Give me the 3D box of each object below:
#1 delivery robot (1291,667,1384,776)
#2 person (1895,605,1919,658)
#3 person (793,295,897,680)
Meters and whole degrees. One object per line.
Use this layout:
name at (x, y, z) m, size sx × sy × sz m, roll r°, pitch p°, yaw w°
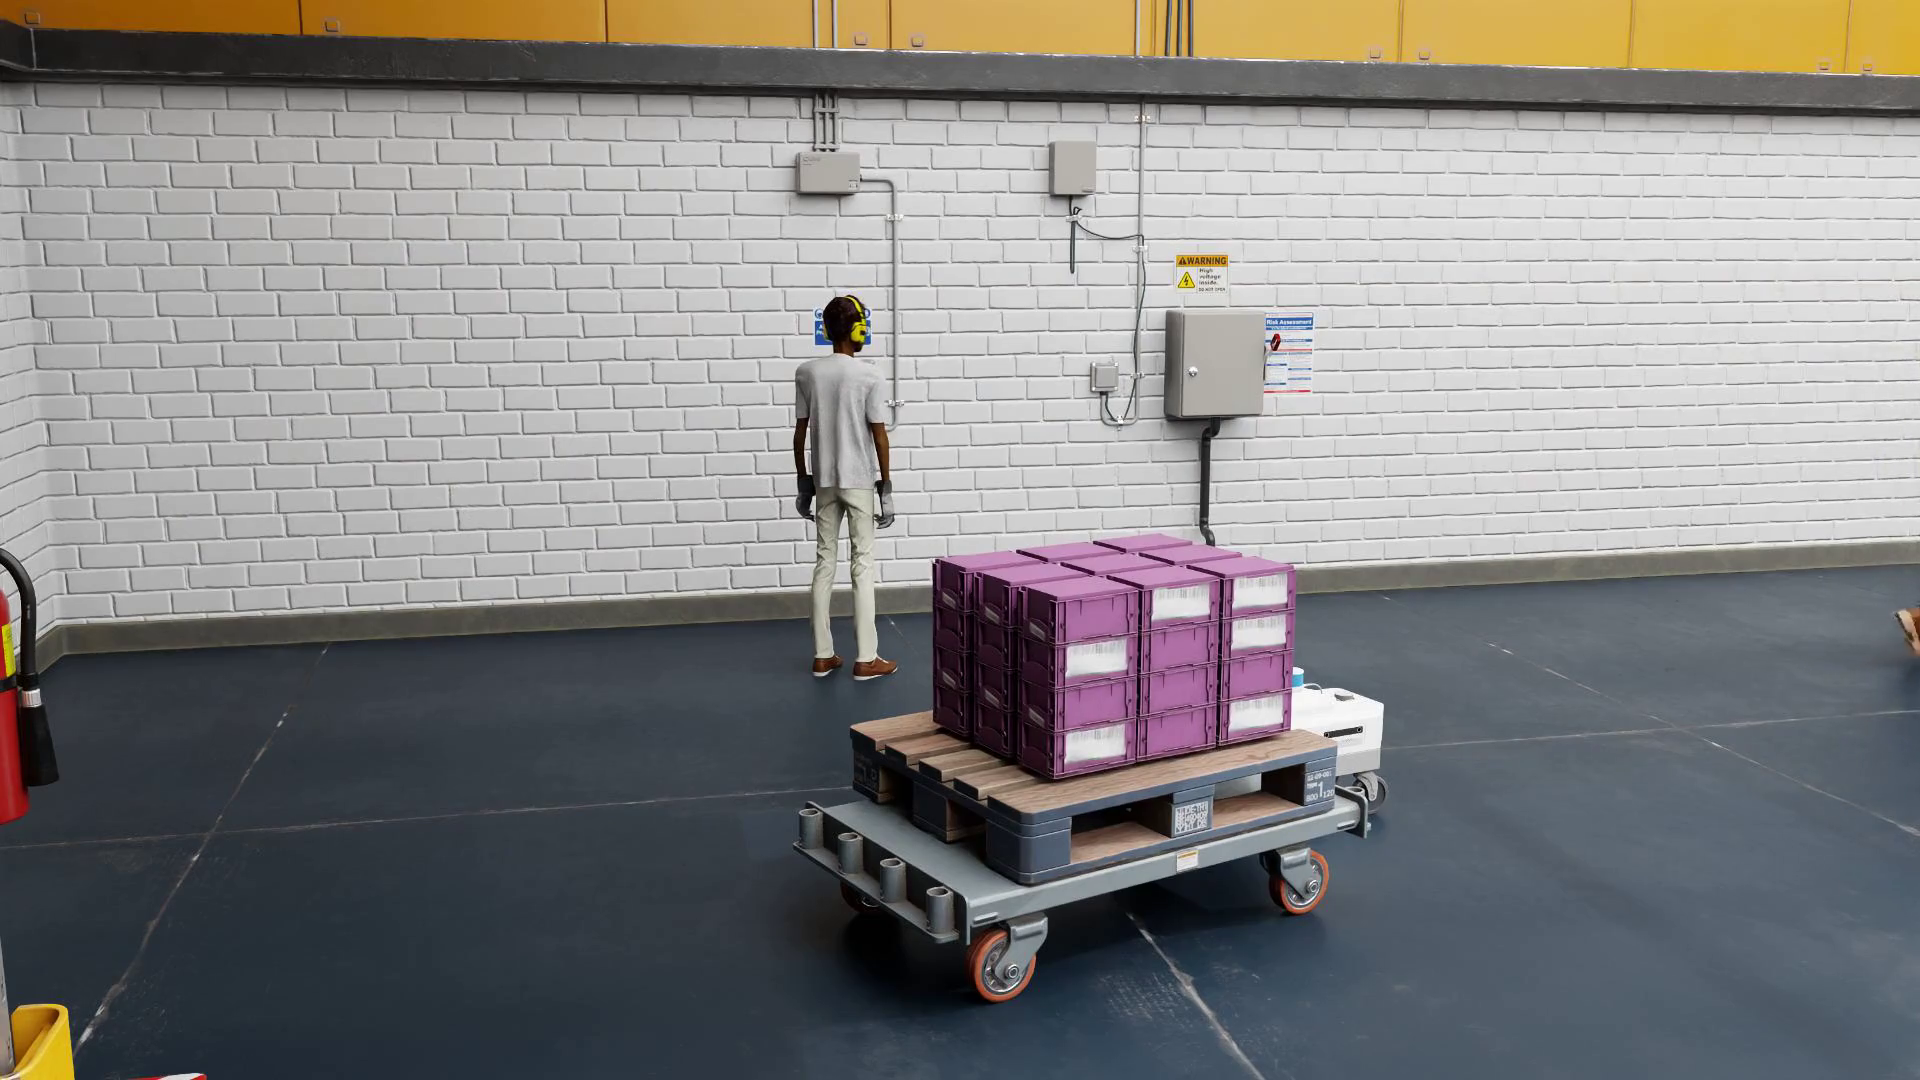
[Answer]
delivery robot at (1.212, 0.712, 6.143) m, size 0.707 × 0.478 × 0.477 m, roll -5°, pitch 11°, yaw -27°
person at (5.152, -0.318, 8.251) m, size 0.876 × 1.957 × 0.608 m, roll 0°, pitch 10°, yaw 1°
person at (-0.558, -0.249, 8.097) m, size 0.538 × 1.866 × 0.313 m, roll 4°, pitch 11°, yaw 23°
